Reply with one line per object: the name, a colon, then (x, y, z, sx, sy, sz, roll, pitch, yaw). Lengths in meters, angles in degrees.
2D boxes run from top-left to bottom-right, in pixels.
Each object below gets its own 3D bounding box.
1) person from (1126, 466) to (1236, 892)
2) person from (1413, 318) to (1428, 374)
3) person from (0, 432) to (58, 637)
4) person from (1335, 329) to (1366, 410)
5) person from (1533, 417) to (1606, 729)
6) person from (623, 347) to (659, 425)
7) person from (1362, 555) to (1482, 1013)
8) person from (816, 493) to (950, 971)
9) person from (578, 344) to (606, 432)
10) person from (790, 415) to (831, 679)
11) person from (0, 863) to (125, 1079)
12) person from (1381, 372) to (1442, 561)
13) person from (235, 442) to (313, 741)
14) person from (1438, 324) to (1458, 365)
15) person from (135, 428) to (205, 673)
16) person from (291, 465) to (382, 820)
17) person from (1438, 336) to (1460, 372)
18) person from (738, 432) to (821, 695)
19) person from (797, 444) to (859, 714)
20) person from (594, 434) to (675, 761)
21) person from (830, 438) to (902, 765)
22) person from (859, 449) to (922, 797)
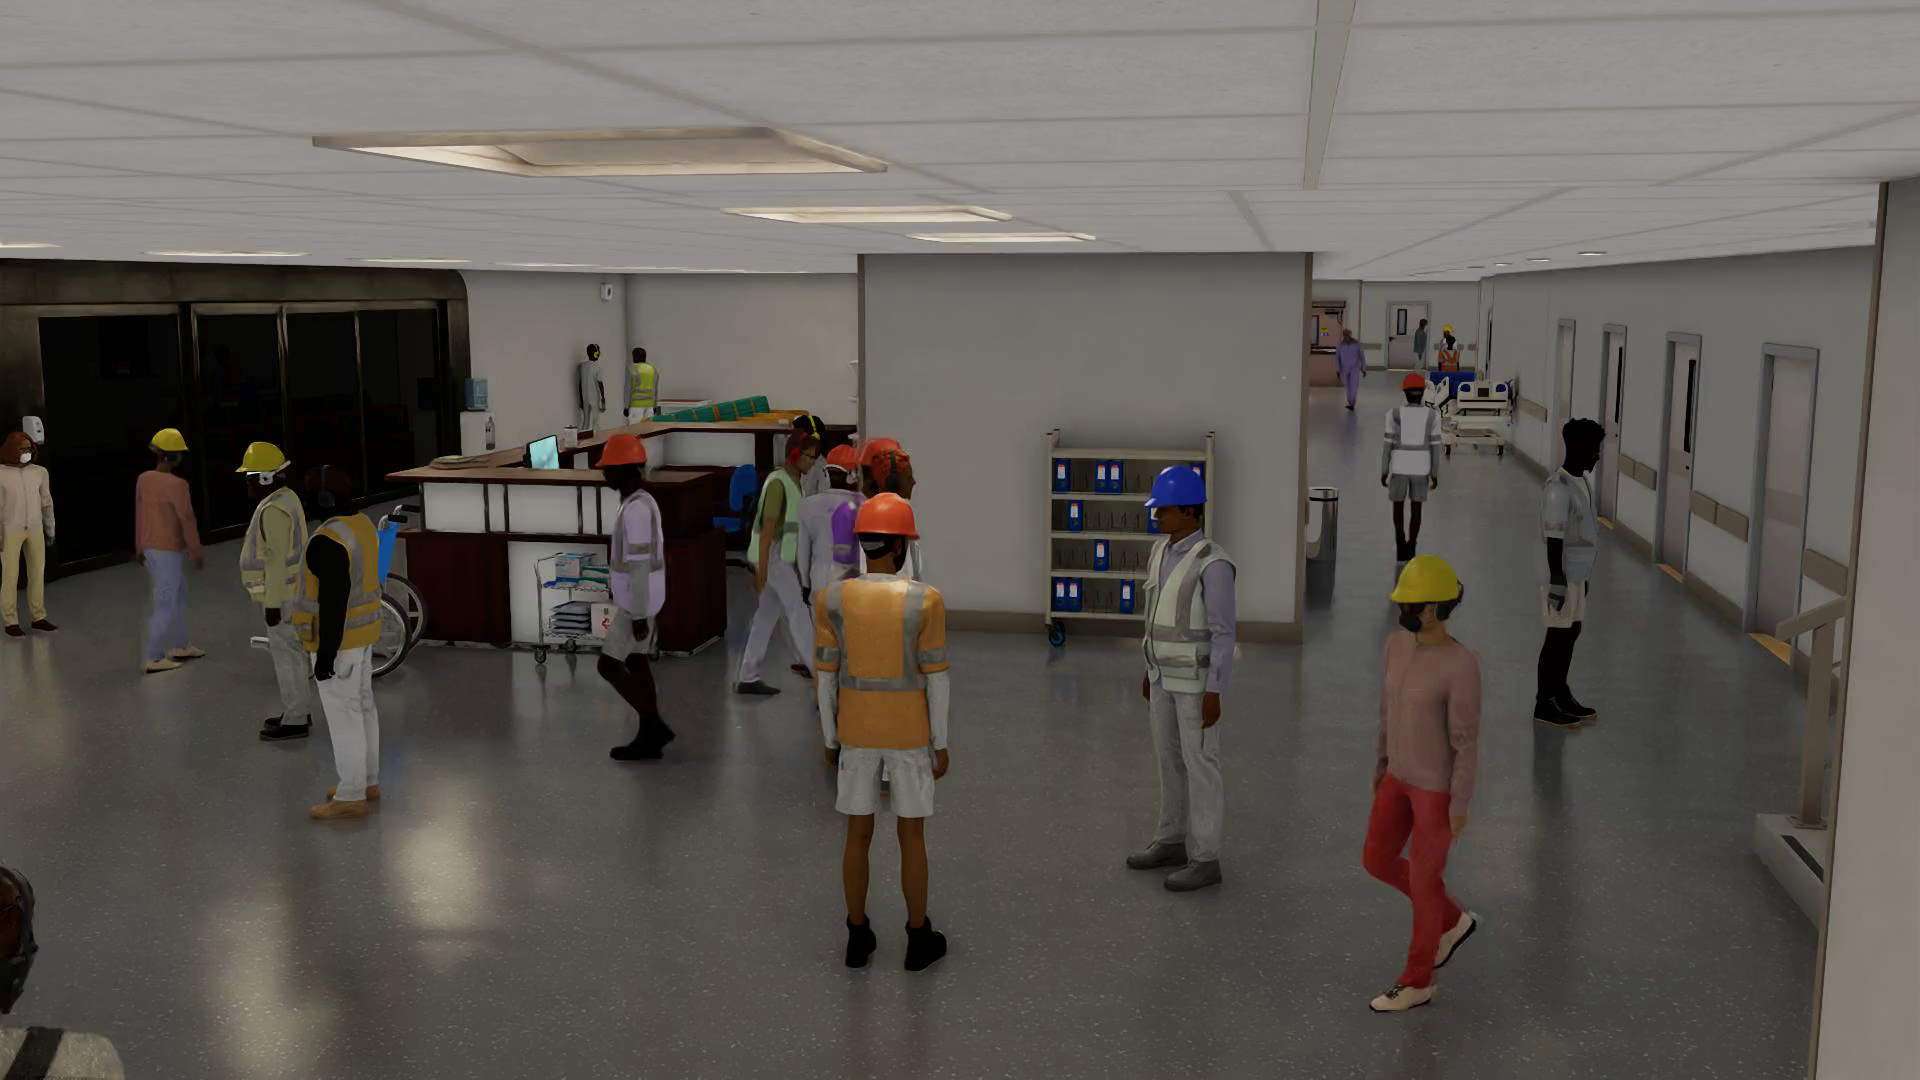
person: (1.015, 0.625, 7.637, 0.404, 1.945, 0.615, -4, 9, -24)
person: (12.913, -5.240, 46.636, 0.384, 1.930, 0.634, 3, 9, 21)
person: (-7.436, -0.050, 13.207, 0.286, 1.627, 0.504, 5, 10, 30)
person: (8.896, -3.885, 37.945, 0.687, 1.840, 0.983, 4, 10, 26)
person: (3.814, 0.205, 10.431, 0.389, 1.951, 0.620, 6, 10, 34)
person: (-5.031, -2.111, 26.194, 0.429, 1.837, 0.630, 8, 11, 41)
person: (1.786, 0.916, 6.324, 0.459, 1.754, 0.540, -3, 9, -21)
person: (-0.300, 0.774, 6.713, 0.542, 1.930, 0.375, 2, 9, 13)
person: (-6.020, -2.278, 27.231, 0.524, 1.856, 0.336, 4, 10, 27)
person: (-1.028, 0.045, 11.782, 0.326, 1.863, 0.508, -3, 9, -20)
person: (-1.614, 1.436, 2.719, 0.551, 1.804, 0.455, -8, 11, -41)
person: (4.504, -0.712, 16.625, 0.568, 1.915, 0.652, 2, 9, 15)
person: (-4.174, 0.308, 10.167, 0.403, 1.824, 0.598, -3, 9, -17)
person: (12.662, -4.696, 43.321, 0.404, 1.837, 0.587, -4, 10, -26)
person: (-5.679, 0.063, 12.047, 0.547, 1.739, 0.692, 5, 10, 32)
person: (-3.238, 0.526, 8.659, 0.429, 1.840, 0.637, -1, 9, -4)
person: (11.045, -3.762, 37.582, 0.540, 1.695, 0.317, -2, 9, -11)
person: (-1.093, 0.178, 11.151, 0.927, 1.783, 0.644, 0, 9, 3)
person: (-0.757, 0.259, 10.708, 0.573, 1.750, 0.330, 2, 9, 10)
person: (-1.900, 0.347, 9.578, 0.409, 1.918, 0.564, -1, 9, -7)
person: (-0.462, 0.378, 9.417, 0.713, 1.901, 0.571, 4, 9, 24)
person: (-0.367, 0.448, 9.030, 0.355, 1.882, 0.576, -3, 9, -19)
